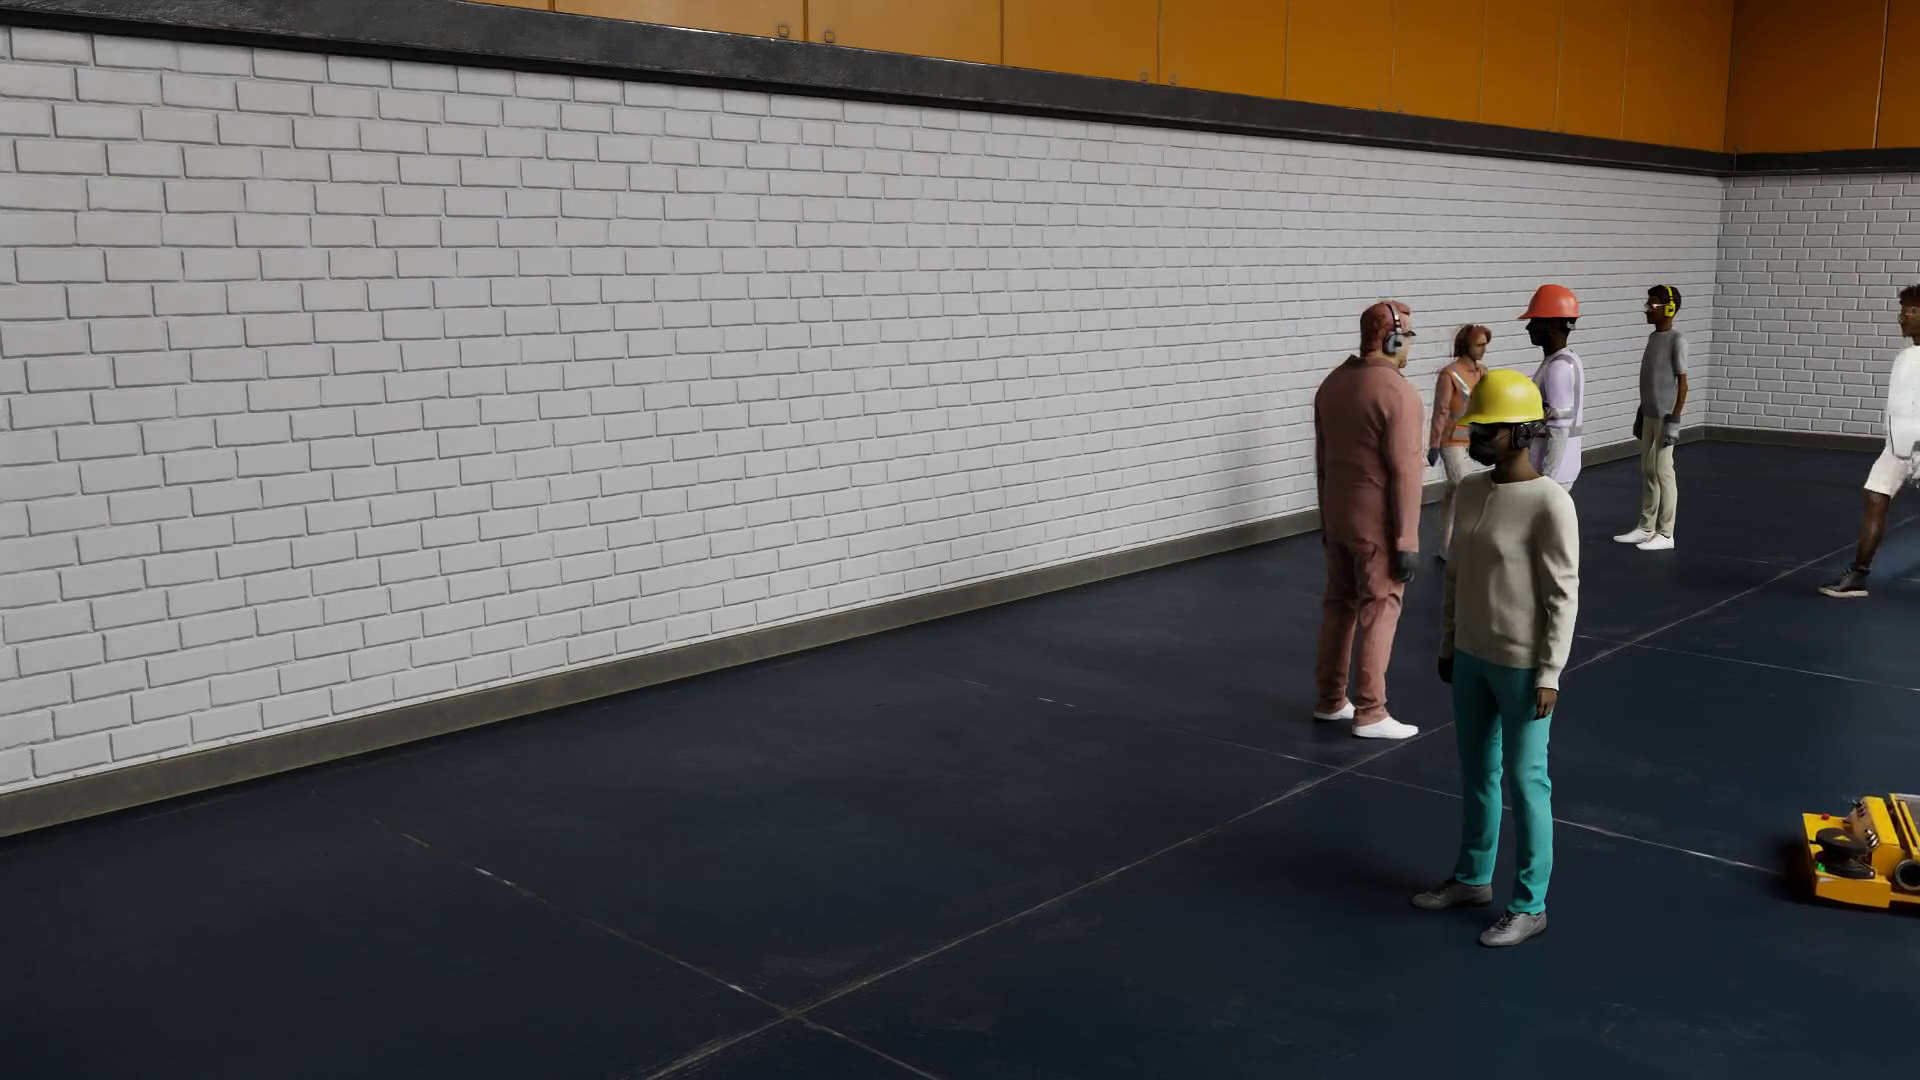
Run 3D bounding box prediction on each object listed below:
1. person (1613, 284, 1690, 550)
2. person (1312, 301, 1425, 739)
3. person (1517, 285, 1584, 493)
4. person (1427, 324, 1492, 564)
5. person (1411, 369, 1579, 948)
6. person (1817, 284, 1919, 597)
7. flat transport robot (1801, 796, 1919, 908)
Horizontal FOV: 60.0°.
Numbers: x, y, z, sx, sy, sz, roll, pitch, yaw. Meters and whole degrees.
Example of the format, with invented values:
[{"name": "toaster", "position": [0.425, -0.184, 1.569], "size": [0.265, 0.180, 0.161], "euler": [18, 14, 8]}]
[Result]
[{"name": "person", "position": [4.936, -0.863, 11.780], "size": [0.332, 1.874, 0.520], "euler": [-1, 10, -4]}, {"name": "person", "position": [1.809, -0.078, 7.292], "size": [0.399, 1.910, 0.677], "euler": [-4, 11, -22]}, {"name": "person", "position": [3.067, -0.361, 8.729], "size": [0.357, 1.938, 0.542], "euler": [4, 11, 20]}, {"name": "person", "position": [3.353, -0.613, 11.038], "size": [0.533, 1.620, 0.499], "euler": [-9, 14, -43]}, {"name": "person", "position": [1.642, 0.362, 5.105], "size": [0.326, 1.767, 0.533], "euler": [-4, 11, -21]}, {"name": "person", "position": [5.805, -0.582, 10.023], "size": [0.971, 1.931, 0.601], "euler": [-1, 10, -4]}, {"name": "flat transport robot", "position": [3.547, 1.060, 5.383], "size": [1.431, 0.197, 0.652], "euler": [4, 11, 23]}]
